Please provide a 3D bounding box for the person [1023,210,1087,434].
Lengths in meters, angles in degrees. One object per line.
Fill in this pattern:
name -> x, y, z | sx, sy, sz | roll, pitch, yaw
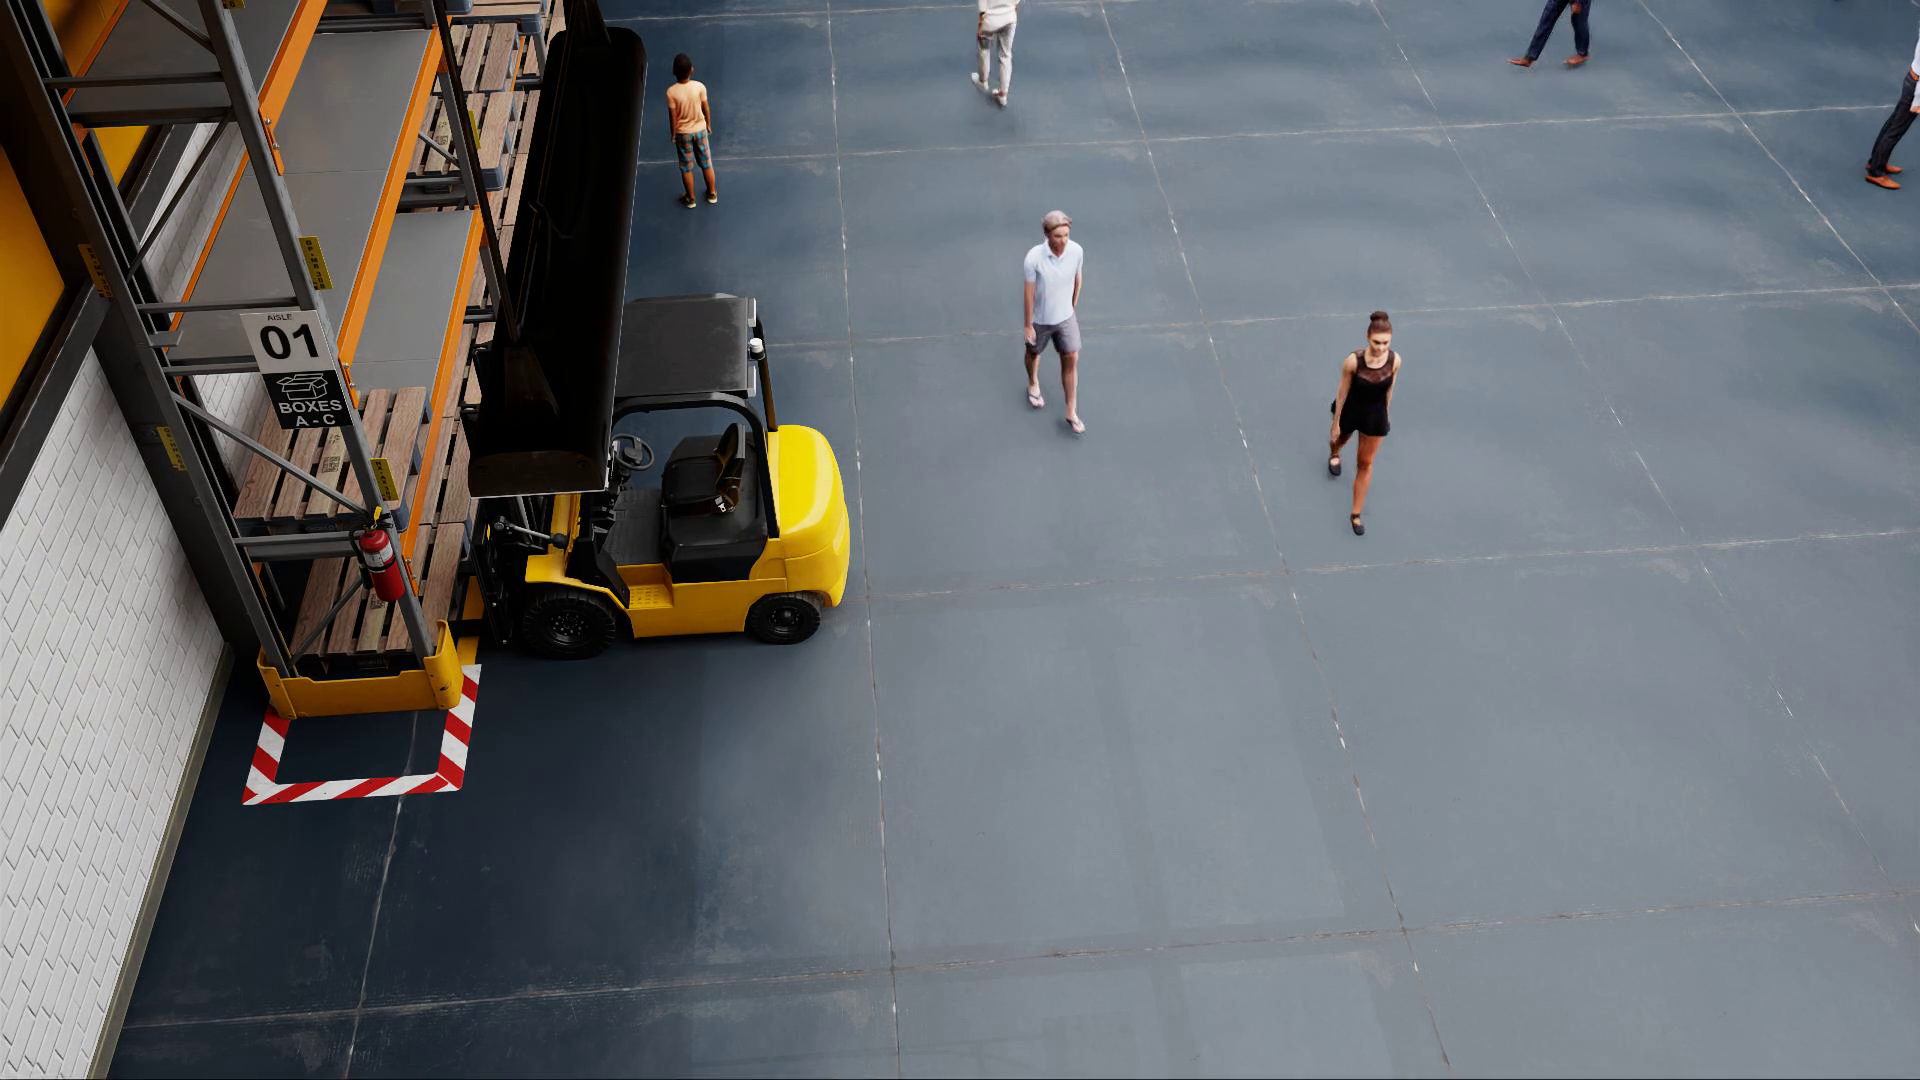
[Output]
person -> 0.647, -1.761, 12.666 | 0.765, 1.803, 1.033 | -10, 45, -10

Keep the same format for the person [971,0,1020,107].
person -> 0.393, -5.026, 16.189 | 0.769, 1.670, 0.912 | -15, 46, -15

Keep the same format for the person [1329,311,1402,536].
person -> 2.858, -0.949, 11.939 | 0.643, 1.629, 1.142 | 0, 44, 0

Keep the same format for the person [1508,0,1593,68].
person -> 6.237, -5.557, 16.675 | 0.969, 1.769, 1.177 | -15, 46, -15

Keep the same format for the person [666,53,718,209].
person -> -2.412, -3.669, 14.917 | 0.582, 1.461, 0.575 | -16, 46, -16

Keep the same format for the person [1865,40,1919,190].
person -> 8.707, -4.095, 15.126 | 0.785, 1.789, 0.662 | 18, 46, 18
